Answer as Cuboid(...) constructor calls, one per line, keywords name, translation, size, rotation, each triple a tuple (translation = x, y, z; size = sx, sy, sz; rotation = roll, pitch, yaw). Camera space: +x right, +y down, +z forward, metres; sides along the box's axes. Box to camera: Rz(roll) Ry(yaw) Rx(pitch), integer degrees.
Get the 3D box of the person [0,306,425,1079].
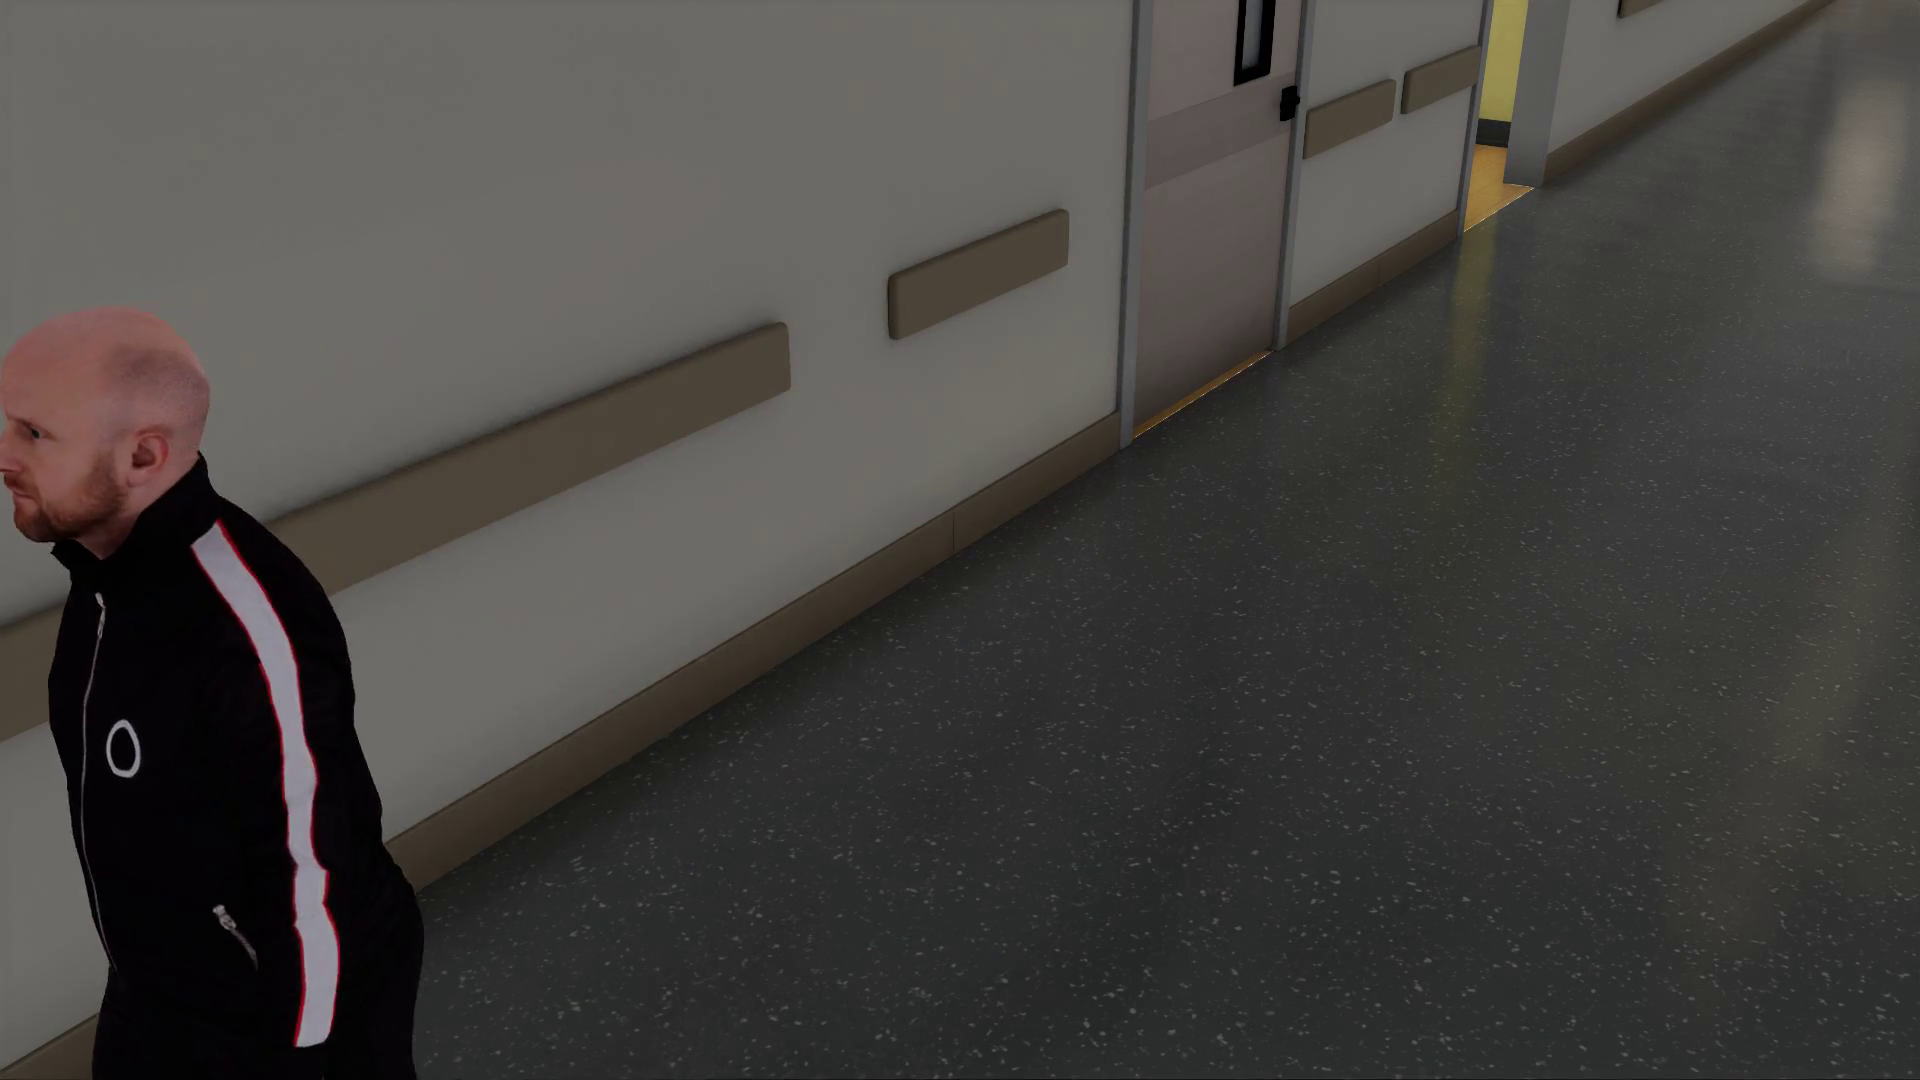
Cuboid(name="person", translation=(-0.820, 0.545, 2.211), size=(0.648, 1.819, 0.808), rotation=(22, 33, 38))
